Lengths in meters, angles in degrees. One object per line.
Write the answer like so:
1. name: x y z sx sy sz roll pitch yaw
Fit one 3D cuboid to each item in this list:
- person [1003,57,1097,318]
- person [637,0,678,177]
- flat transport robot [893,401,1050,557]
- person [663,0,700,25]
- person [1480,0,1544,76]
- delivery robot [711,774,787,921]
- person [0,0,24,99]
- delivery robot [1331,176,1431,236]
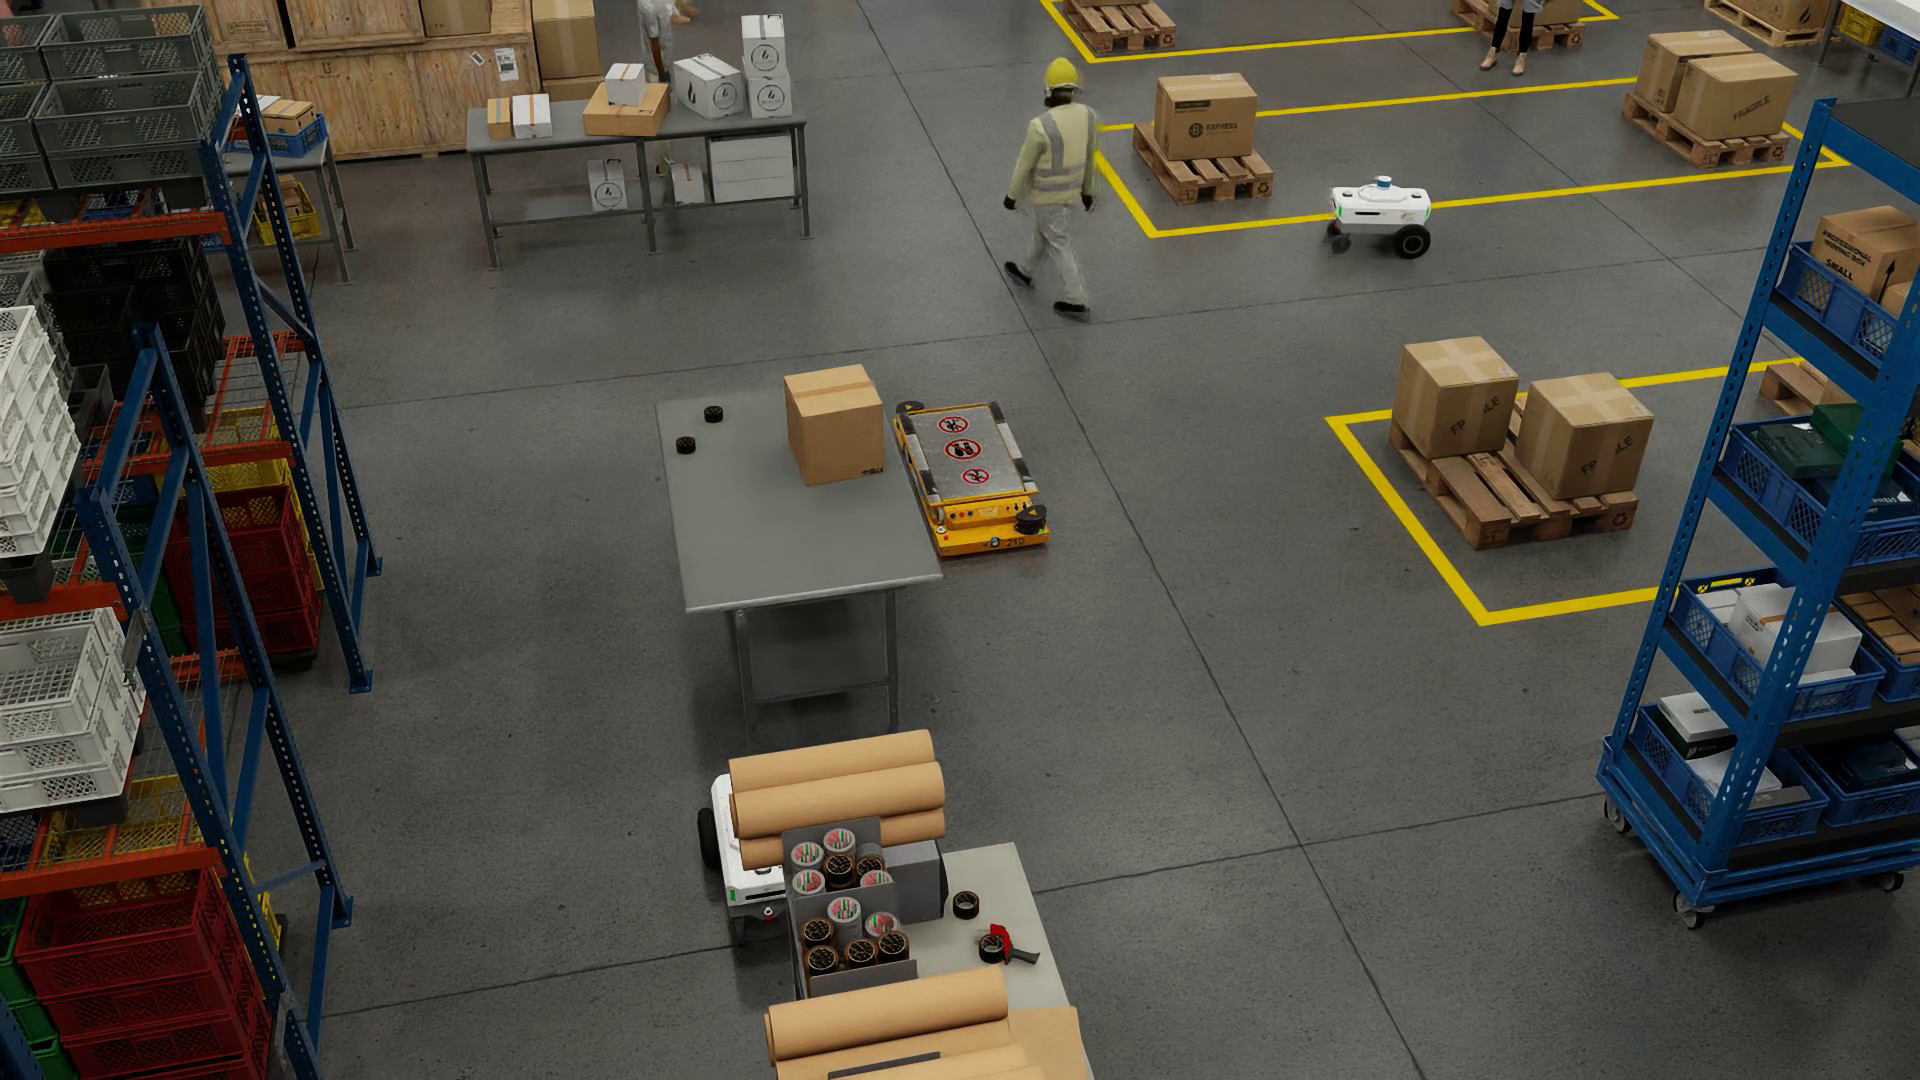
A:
1. person: 0.629 -2.461 11.586 0.909 1.779 0.591 29 45 33
2. person: -2.363 -3.740 13.233 0.327 1.865 0.521 -7 37 -10
3. flat transport robot: 0.046 -0.430 10.108 0.652 0.197 1.431 -8 37 -10
4. person: -2.778 -5.935 16.227 0.488 1.812 0.642 9 38 12
5. person: 5.162 -5.120 15.223 0.535 1.699 0.322 22 42 27
6. delivery robot: -0.905 1.343 7.414 0.477 0.478 0.707 -8 37 -10
7. person: -7.674 -3.834 13.329 0.406 1.903 0.639 -7 37 -10
8. delivery robot: 3.180 -2.518 12.603 0.707 0.478 0.477 2 37 2
